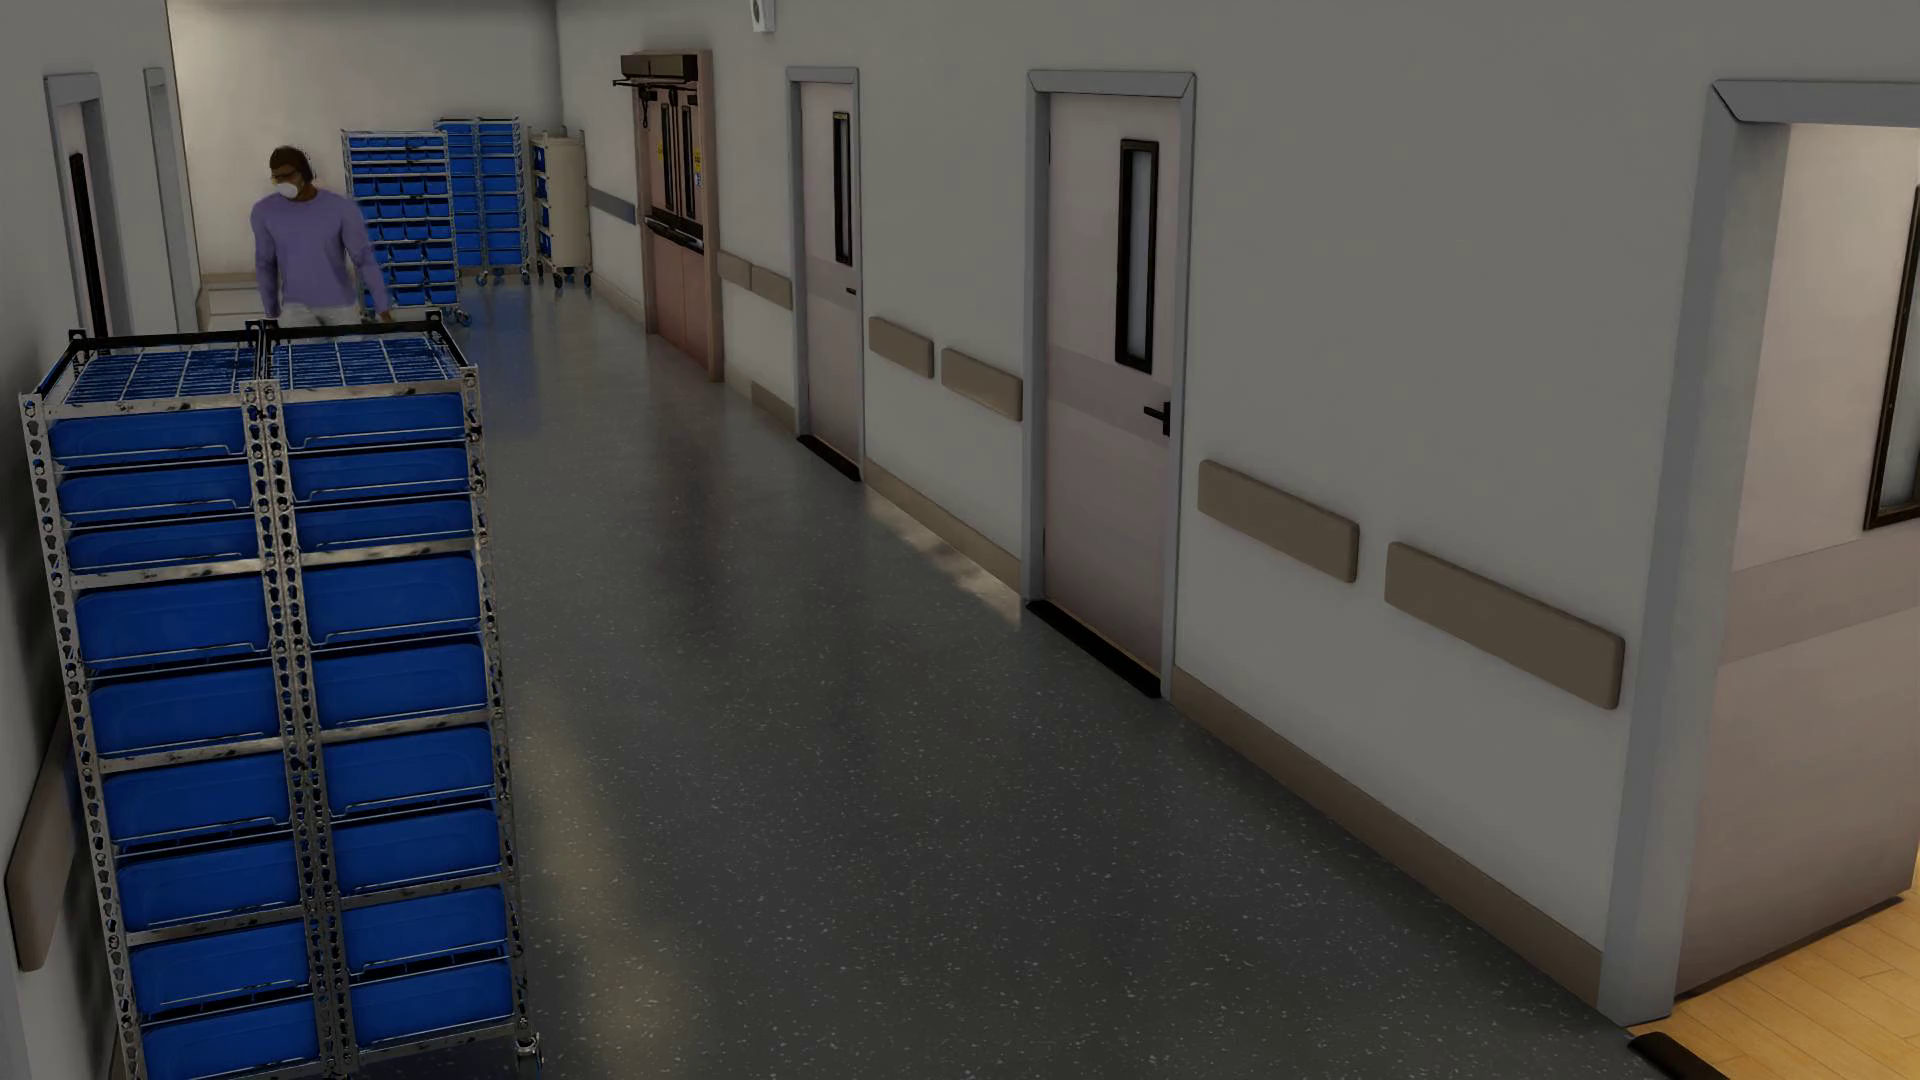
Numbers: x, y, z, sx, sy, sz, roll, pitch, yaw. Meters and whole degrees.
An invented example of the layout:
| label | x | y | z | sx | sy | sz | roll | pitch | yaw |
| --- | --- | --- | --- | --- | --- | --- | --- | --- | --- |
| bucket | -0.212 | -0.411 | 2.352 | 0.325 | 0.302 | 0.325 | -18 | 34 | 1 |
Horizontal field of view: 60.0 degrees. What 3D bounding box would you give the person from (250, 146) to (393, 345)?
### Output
| label | x | y | z | sx | sy | sz | roll | pitch | yaw |
| --- | --- | --- | --- | --- | --- | --- | --- | --- | --- |
| person | -3.723 | -1.343 | 9.775 | 0.758 | 1.895 | 0.772 | -4 | 17 | -13 |
